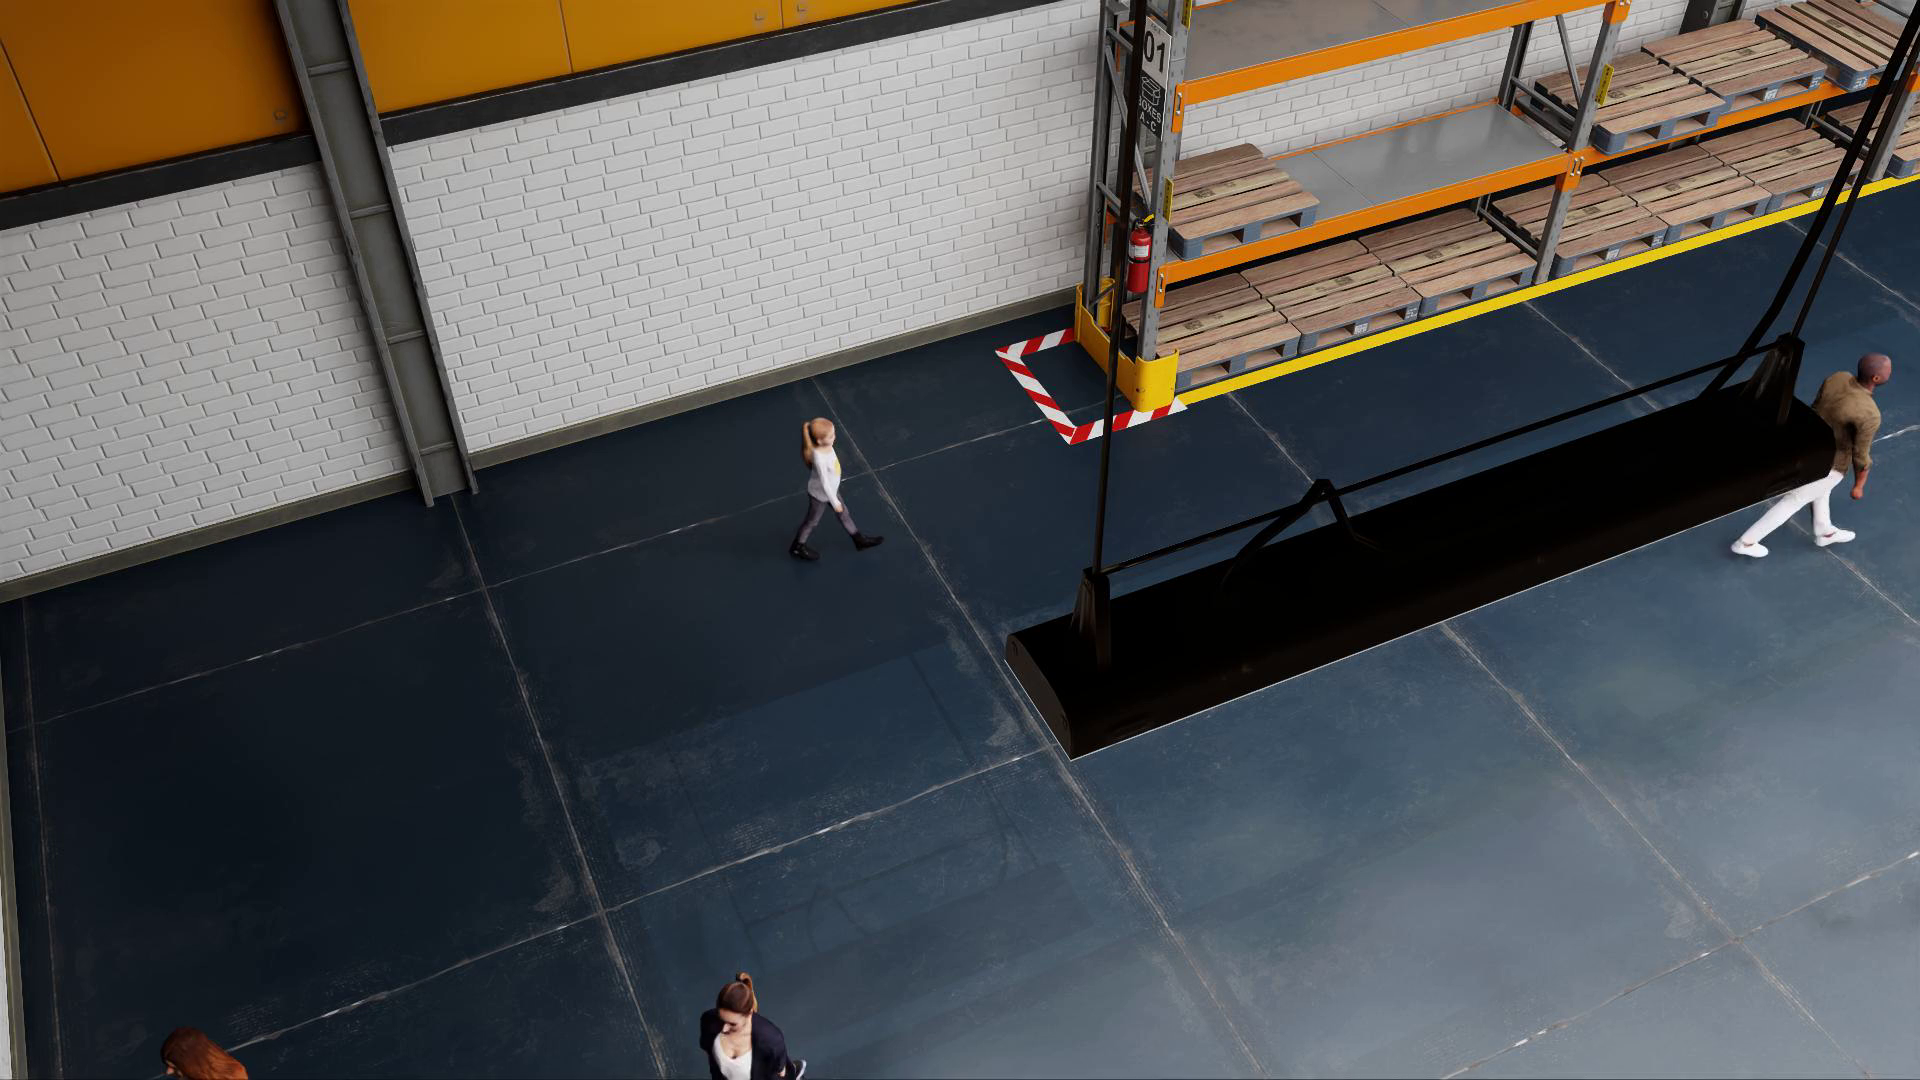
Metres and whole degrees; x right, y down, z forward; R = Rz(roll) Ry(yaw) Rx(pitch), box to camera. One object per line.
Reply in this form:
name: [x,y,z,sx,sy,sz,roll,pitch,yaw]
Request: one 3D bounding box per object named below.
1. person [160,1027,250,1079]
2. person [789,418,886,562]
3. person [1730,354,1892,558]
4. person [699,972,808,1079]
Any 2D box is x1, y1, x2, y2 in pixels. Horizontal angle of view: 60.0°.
person: [-3.471,2.795,8.062,0.702,1.717,0.735,22,48,21]
person: [-1.029,-0.332,11.683,0.970,1.249,0.786,4,44,4]
person: [5.889,-0.524,11.503,1.284,1.776,1.020,-3,44,-3]
person: [-1.001,2.612,8.296,1.024,1.658,1.148,19,47,19]
